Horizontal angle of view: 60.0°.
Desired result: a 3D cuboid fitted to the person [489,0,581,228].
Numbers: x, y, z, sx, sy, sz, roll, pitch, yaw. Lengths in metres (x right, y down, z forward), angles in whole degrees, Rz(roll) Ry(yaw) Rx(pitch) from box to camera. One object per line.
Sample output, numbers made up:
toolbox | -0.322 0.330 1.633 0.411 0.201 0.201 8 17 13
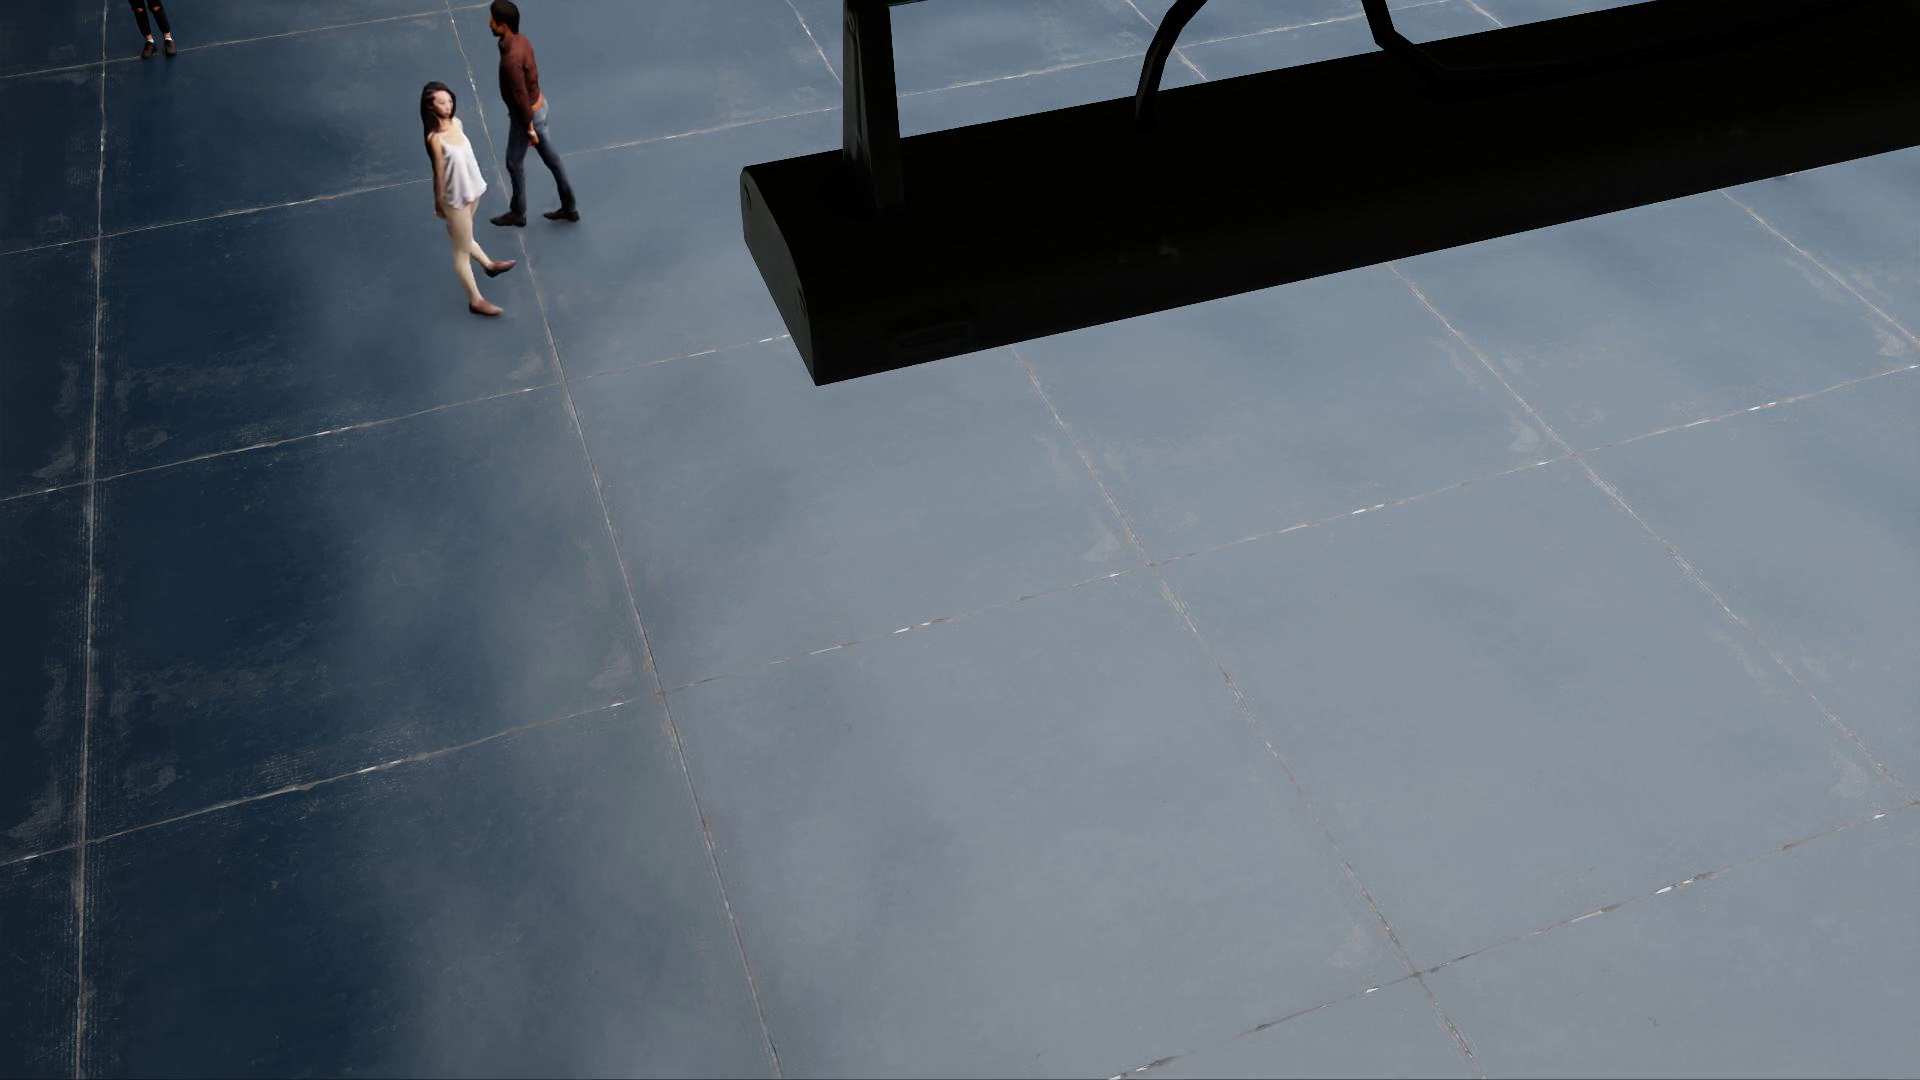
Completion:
person | -3.069 -3.093 12.178 0.889 1.755 0.921 -1 43 -1

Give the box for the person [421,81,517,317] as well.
person | -3.338 -2.359 11.477 0.862 1.639 0.807 -24 48 -24
